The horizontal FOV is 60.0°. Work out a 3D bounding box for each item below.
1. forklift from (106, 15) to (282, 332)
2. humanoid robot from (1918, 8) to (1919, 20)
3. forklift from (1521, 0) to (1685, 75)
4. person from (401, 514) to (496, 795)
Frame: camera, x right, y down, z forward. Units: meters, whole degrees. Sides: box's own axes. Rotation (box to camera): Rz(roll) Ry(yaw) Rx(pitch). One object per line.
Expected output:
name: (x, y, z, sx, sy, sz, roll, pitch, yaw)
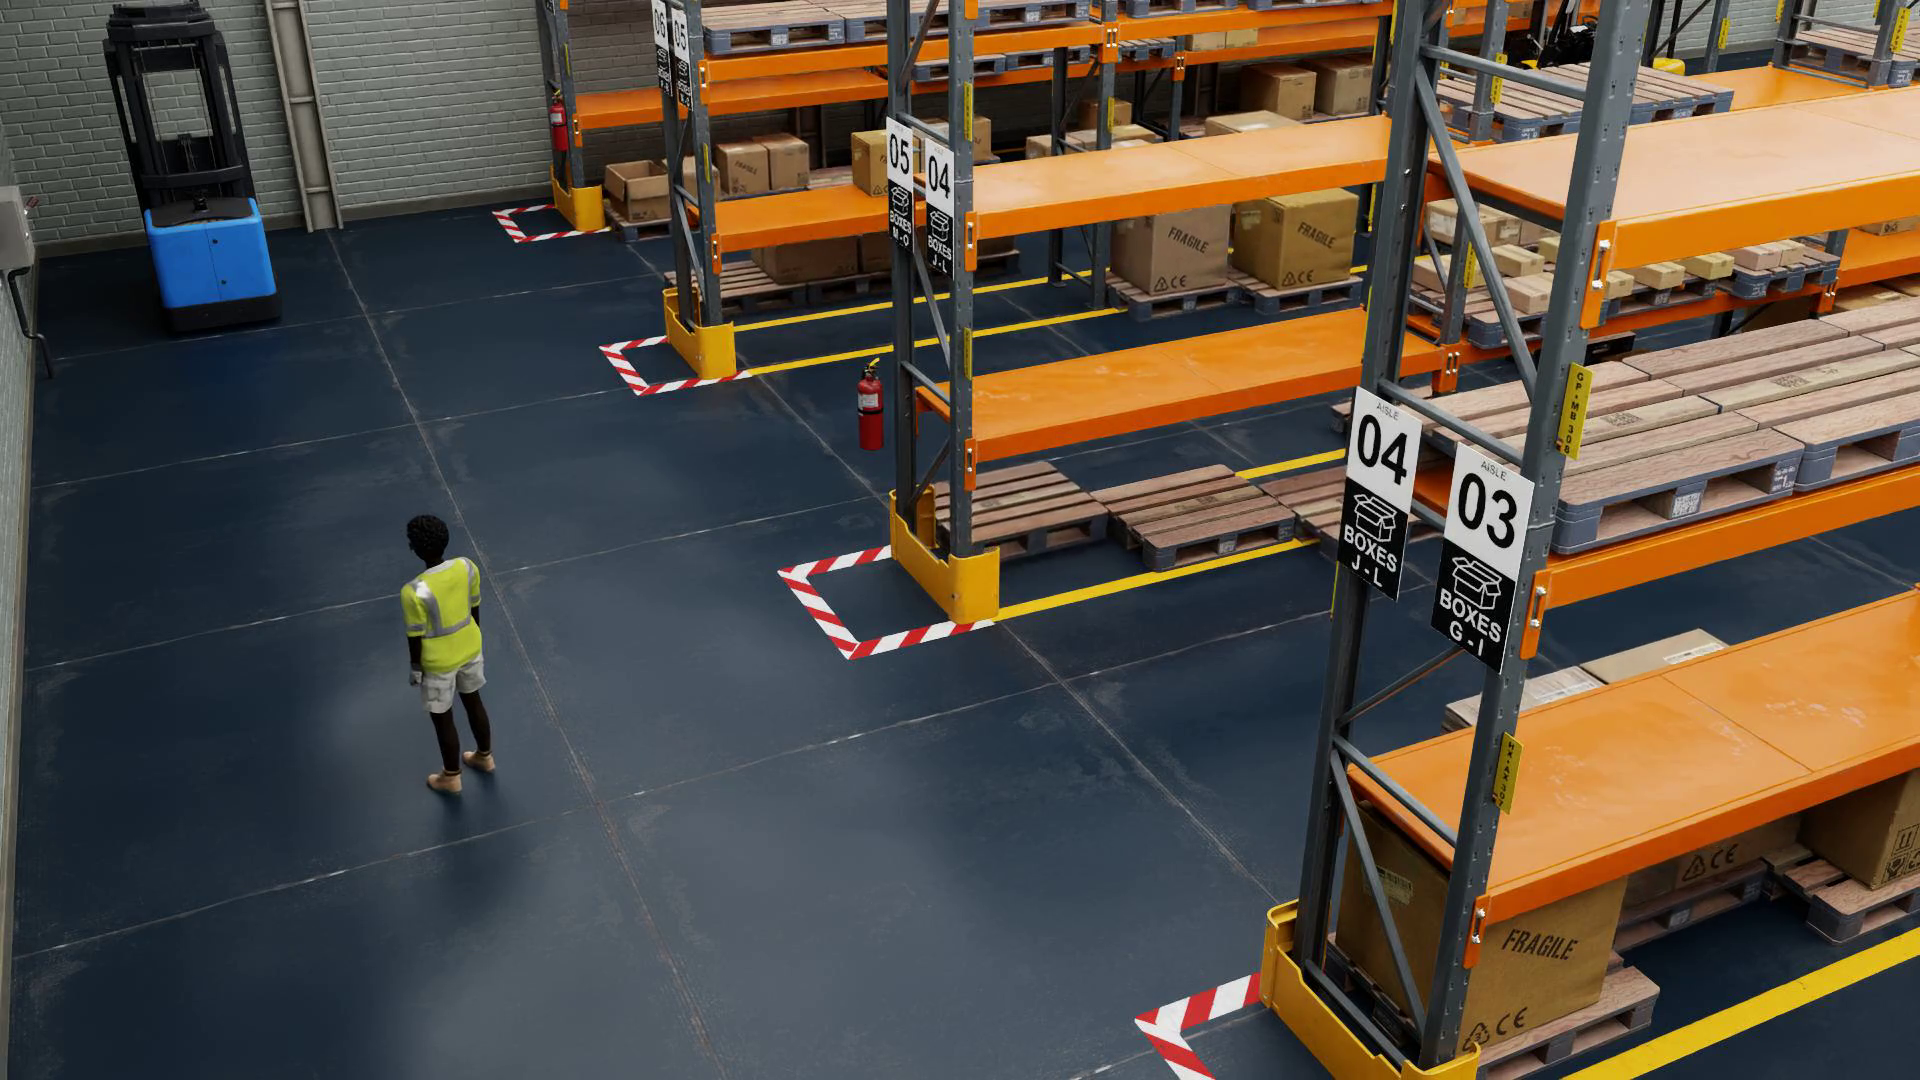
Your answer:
forklift: (-7.548, -3.672, 16.323, 1.129, 2.768, 1.873, -12, 30, -22)
humanoid robot: (16.062, -8.622, 27.116, 1.034, 1.793, 0.531, -9, 29, -16)
forklift: (8.950, -6.807, 23.056, 1.214, 2.155, 2.313, -12, 30, -22)
person: (-2.870, 0.639, 9.338, 0.319, 1.686, 0.538, 14, 31, 25)
